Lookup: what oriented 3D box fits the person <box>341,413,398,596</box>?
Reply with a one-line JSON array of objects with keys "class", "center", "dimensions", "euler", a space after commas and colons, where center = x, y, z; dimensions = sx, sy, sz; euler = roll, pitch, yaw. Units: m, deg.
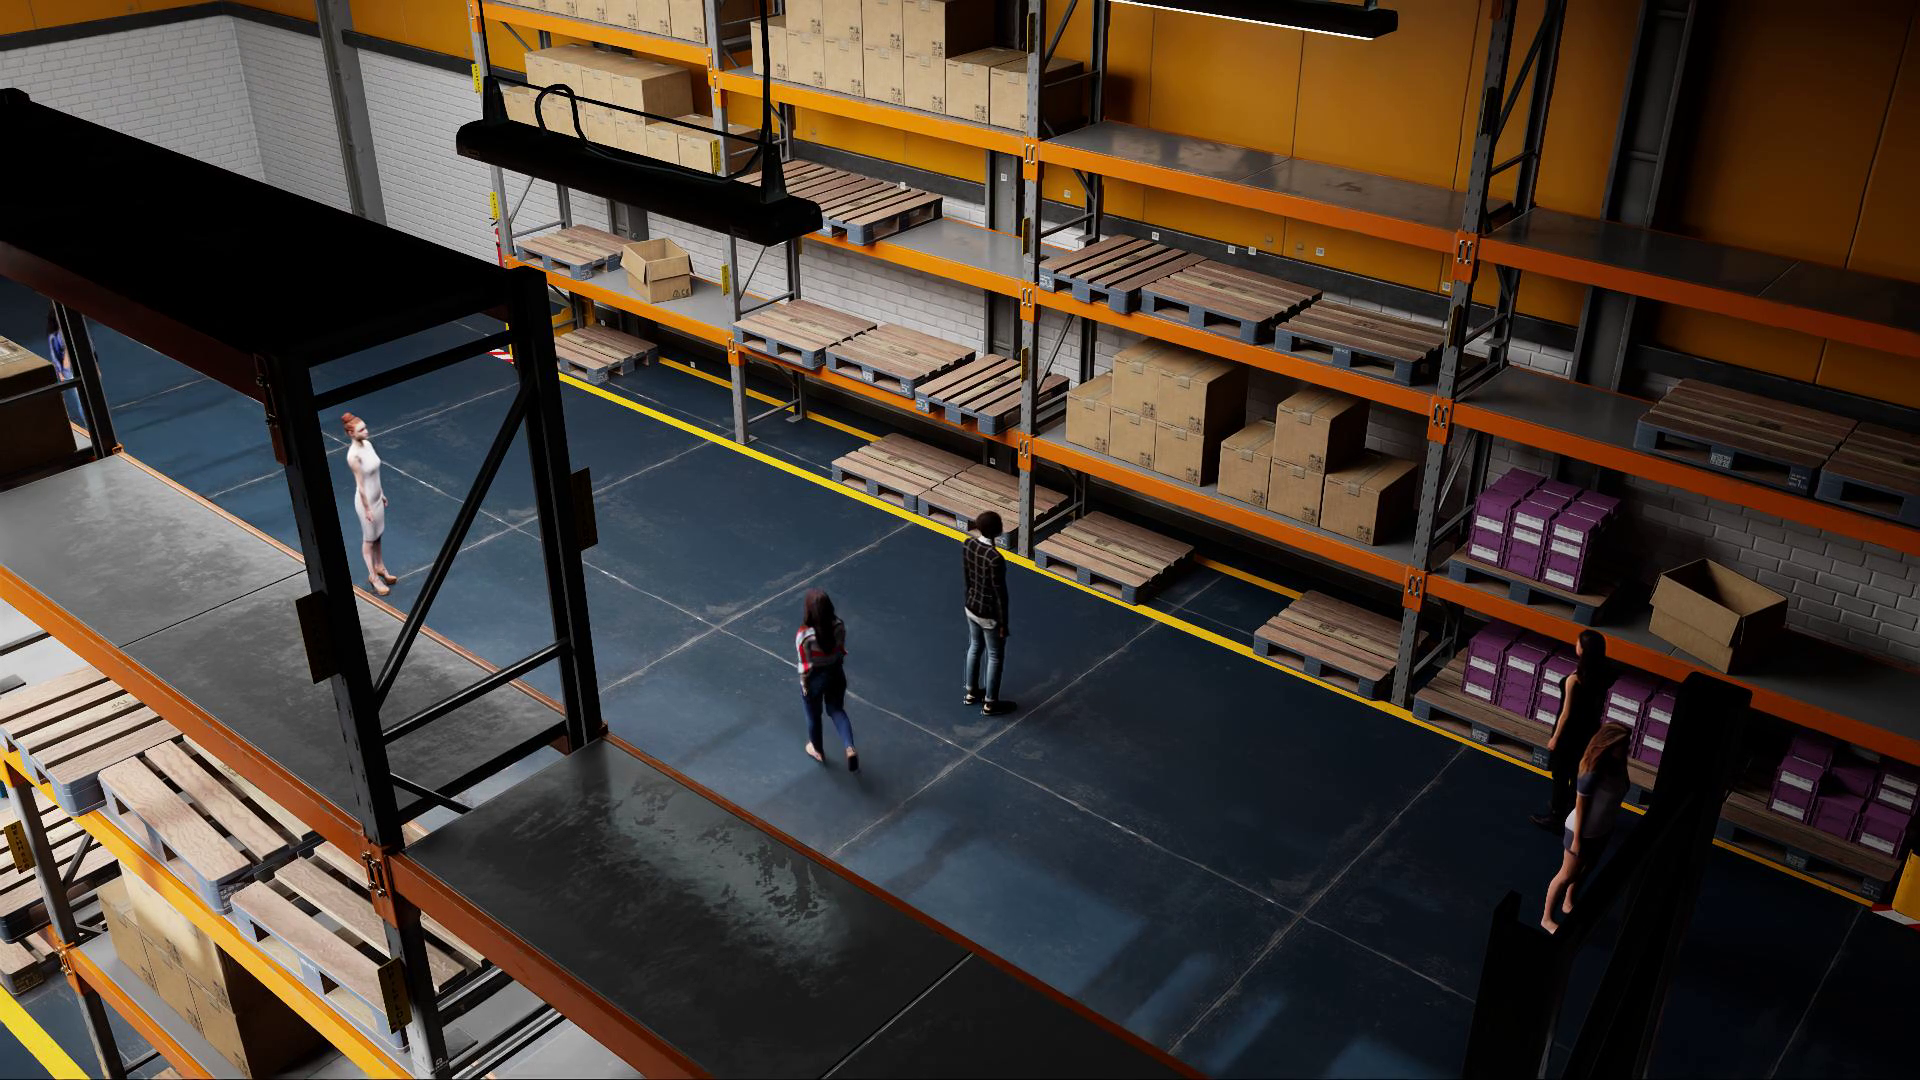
[{"class": "person", "center": [-5.436, -0.339, 15.288], "dimensions": [0.661, 1.792, 0.628], "euler": [1, 29, 2]}]

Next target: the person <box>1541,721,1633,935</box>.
[{"class": "person", "center": [4.227, 1.927, 11.201], "dimensions": [0.638, 1.727, 0.610], "euler": [-20, 34, -32]}]

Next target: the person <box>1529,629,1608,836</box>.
[{"class": "person", "center": [4.505, 1.402, 12.206], "dimensions": [0.637, 1.688, 0.603], "euler": [-21, 35, -33]}]

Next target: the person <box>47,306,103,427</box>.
[{"class": "person", "center": [-9.665, -1.842, 18.233], "dimensions": [0.712, 1.611, 0.832], "euler": [-20, 34, -32]}]

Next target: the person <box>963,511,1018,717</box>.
[{"class": "person", "center": [0.195, 0.582, 13.571], "dimensions": [0.779, 1.818, 0.581], "euler": [-20, 35, -32]}]

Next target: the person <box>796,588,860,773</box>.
[{"class": "person", "center": [-1.010, 1.108, 12.838], "dimensions": [0.782, 1.599, 0.974], "euler": [-16, 33, -27]}]
